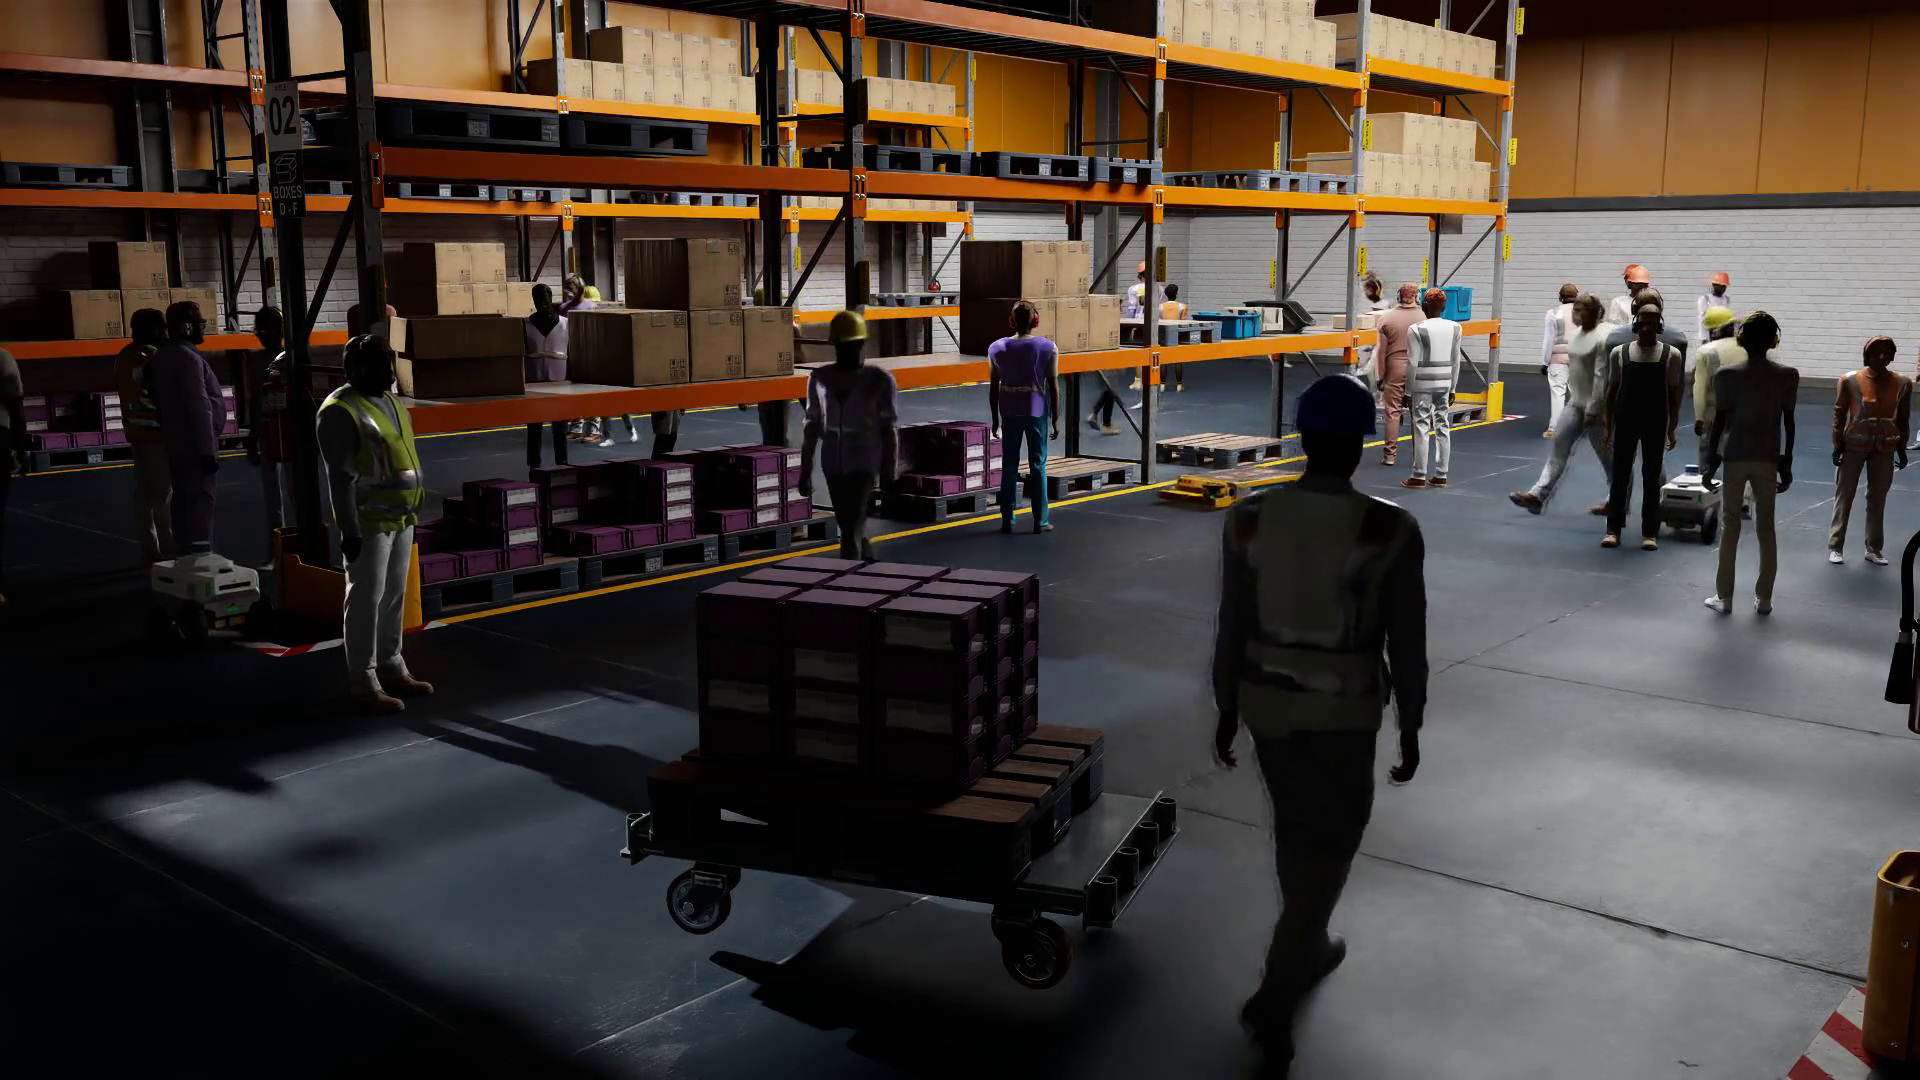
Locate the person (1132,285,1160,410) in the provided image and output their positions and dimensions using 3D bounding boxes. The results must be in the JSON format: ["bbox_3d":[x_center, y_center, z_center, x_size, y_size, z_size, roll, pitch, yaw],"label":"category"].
[{"bbox_3d":[2.597,-2.669,23.148,0.320,1.742,0.492,-3,11,-19],"label":"person"}]

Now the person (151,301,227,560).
[{"bbox_3d":[-5.083,-0.627,11.062,0.410,1.909,0.643,-9,14,-42],"label":"person"}]

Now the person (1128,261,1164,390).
[{"bbox_3d":[2.927,-3.402,26.468,0.615,2.041,0.376,-3,10,-18],"label":"person"}]

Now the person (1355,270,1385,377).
[{"bbox_3d":[7.153,-3.792,29.210,0.868,1.854,0.770,-2,10,-12],"label":"person"}]

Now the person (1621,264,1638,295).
[{"bbox_3d":[10.748,-3.415,26.681,0.380,1.995,0.611,2,10,13],"label":"person"}]

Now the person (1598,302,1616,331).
[{"bbox_3d":[7.515,-2.018,19.769,0.509,1.629,0.315,2,10,12],"label":"person"}]

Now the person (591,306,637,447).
[{"bbox_3d":[-3.979,-1.871,18.988,0.525,1.605,0.522,3,10,18],"label":"person"}]

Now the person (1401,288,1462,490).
[{"bbox_3d":[4.407,-1.410,15.587,0.575,1.883,0.355,-4,11,-20],"label":"person"}]

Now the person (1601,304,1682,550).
[{"bbox_3d":[5.097,-0.843,12.463,0.517,1.843,0.332,5,11,25],"label":"person"}]

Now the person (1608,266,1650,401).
[{"bbox_3d":[8.080,-2.257,19.957,0.613,2.039,0.393,-1,10,-4],"label":"person"}]

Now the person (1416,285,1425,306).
[{"bbox_3d":[6.652,-2.821,24.090,0.526,1.719,0.912,5,11,26],"label":"person"}]

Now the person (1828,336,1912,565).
[{"bbox_3d":[6.489,-0.637,11.875,0.513,1.641,0.309,2,10,10],"label":"person"}]

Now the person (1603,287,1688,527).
[{"bbox_3d":[5.495,-1.057,13.415,0.631,1.940,0.372,2,10,9],"label":"person"}]

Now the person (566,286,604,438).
[{"bbox_3d":[-4.493,-2.114,19.803,0.568,1.809,0.604,7,12,36],"label":"person"}]

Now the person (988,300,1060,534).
[{"bbox_3d":[0.503,-0.961,13.120,0.566,1.850,0.389,2,10,11],"label":"person"}]

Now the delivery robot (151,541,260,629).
[{"bbox_3d":[-4.379,0.250,9.644,0.707,0.478,0.477,8,13,39],"label":"delivery robot"}]

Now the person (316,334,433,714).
[{"bbox_3d":[-2.849,-0.085,8.158,0.429,1.842,0.635,2,10,9],"label":"person"}]

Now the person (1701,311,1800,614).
[{"bbox_3d":[4.875,-0.474,10.289,0.520,1.873,0.328,2,10,12],"label":"person"}]

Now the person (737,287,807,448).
[{"bbox_3d":[-1.745,-1.404,15.506,0.667,1.895,0.611,2,10,11],"label":"person"}]

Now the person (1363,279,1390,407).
[{"bbox_3d":[5.831,-2.707,23.153,0.607,1.823,0.522,-2,10,-14],"label":"person"}]

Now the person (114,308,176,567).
[{"bbox_3d":[-5.625,-0.700,11.669,0.625,1.841,0.429,8,13,39],"label":"person"}]

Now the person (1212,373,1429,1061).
[{"bbox_3d":[0.999,0.482,4.764,0.617,1.911,0.929,7,12,34],"label":"person"}]

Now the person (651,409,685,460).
[{"bbox_3d":[-2.547,-1.263,14.585,0.361,1.939,0.543,2,10,9],"label":"person"}]

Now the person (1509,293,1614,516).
[{"bbox_3d":[5.187,-1.116,13.924,1.023,1.876,0.649,-2,10,-12],"label":"person"}]

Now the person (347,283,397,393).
[{"bbox_3d":[-6.495,-1.982,18.549,0.611,1.985,0.393,2,10,10],"label":"person"}]

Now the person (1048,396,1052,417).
[{"bbox_3d":[0.965,-2.388,21.520,0.535,1.749,0.537,-7,12,-35],"label":"person"}]

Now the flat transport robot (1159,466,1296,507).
[{"bbox_3d":[2.509,-0.492,14.947,1.431,0.197,0.652,-9,13,-40],"label":"flat transport robot"}]

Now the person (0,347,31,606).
[{"bbox_3d":[-6.204,-0.578,10.396,0.693,2.000,0.539,-4,11,-19],"label":"person"}]

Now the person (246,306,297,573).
[{"bbox_3d":[-4.728,-0.684,11.535,0.514,1.858,0.355,3,10,15],"label":"person"}]

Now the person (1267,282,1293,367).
[{"bbox_3d":[6.059,-4.043,31.291,0.527,1.625,0.561,-2,10,-10],"label":"person"}]

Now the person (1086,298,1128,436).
[{"bbox_3d":[1.804,-2.089,20.012,0.361,1.684,0.547,-6,11,-29],"label":"person"}]

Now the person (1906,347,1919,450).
[{"bbox_3d":[10.828,-1.841,18.388,0.329,1.762,0.523,-5,11,-28],"label":"person"}]

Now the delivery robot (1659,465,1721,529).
[{"bbox_3d":[5.720,-0.345,13.035,0.477,0.478,0.707,7,12,35],"label":"delivery robot"}]

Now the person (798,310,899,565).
[{"bbox_3d":[-0.664,-0.483,10.322,0.600,1.889,0.977,4,11,22],"label":"person"}]

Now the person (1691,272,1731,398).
[{"bbox_3d":[11.215,-3.006,24.646,0.558,1.889,0.968,-2,10,-9],"label":"person"}]

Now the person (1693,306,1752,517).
[{"bbox_3d":[6.514,-1.099,14.176,0.610,1.763,0.970,0,10,2],"label":"person"}]

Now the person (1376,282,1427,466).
[{"bbox_3d":[4.628,-1.709,17.232,0.641,1.905,0.410,3,10,14],"label":"person"}]

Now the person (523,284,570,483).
[{"bbox_3d":[-3.967,-1.490,15.938,0.598,1.917,0.378,-3,10,-17],"label":"person"}]

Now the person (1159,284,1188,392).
[{"bbox_3d":[3.317,-3.164,26.110,0.530,1.693,0.321,2,10,10],"label":"person"}]

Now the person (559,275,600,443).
[{"bbox_3d":[-4.399,-2.087,19.283,0.629,1.939,0.374,6,12,31],"label":"person"}]

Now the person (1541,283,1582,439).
[{"bbox_3d":[7.178,-2.109,19.697,0.619,1.839,0.430,-1,10,-7],"label":"person"}]
